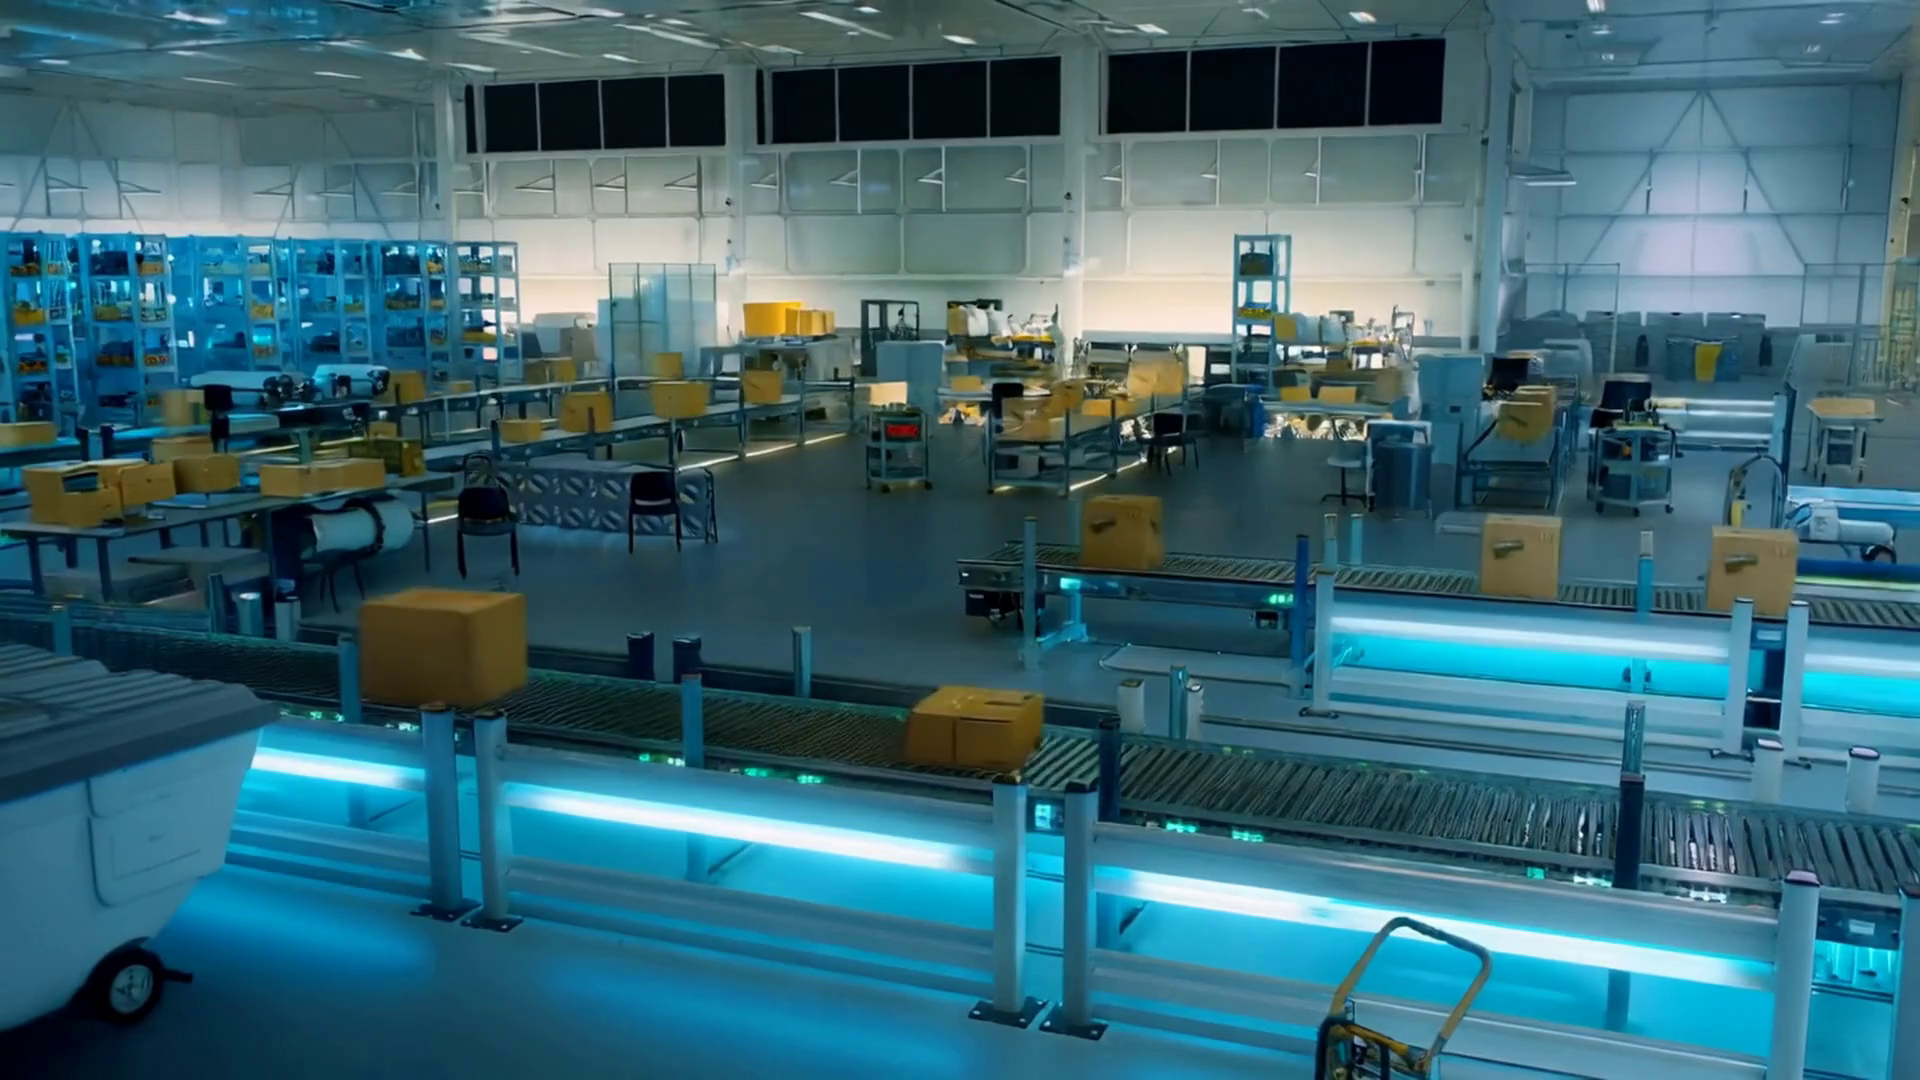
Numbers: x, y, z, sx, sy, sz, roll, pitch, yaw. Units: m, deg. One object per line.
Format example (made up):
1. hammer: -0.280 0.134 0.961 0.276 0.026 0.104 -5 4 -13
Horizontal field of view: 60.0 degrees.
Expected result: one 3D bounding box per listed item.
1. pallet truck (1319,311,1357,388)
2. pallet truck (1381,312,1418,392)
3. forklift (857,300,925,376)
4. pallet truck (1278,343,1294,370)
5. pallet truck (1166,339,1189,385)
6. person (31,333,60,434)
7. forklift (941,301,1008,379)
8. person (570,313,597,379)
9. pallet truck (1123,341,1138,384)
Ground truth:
1. pallet truck: 9.071 -4.419 39.190 0.823 1.965 1.885 5 10 26
2. pallet truck: 10.207 -4.283 38.369 0.823 1.965 1.885 3 10 20
3. forklift: -1.732 -5.109 42.468 1.157 1.987 2.680 4 10 22
4. pallet truck: 7.886 -4.163 39.743 0.653 1.274 1.630 4 10 22
5. pallet truck: 5.418 -4.269 40.420 0.704 1.261 1.522 3 10 20
6. person: -16.424 -2.790 29.817 0.404 1.830 0.602 -8 12 -39
7. forklift: 0.365 -4.966 41.571 1.157 1.987 2.680 3 10 20
8. person: -8.280 -3.990 36.608 0.623 1.990 0.392 -8 12 -40
9. pallet truck: 4.445 -4.380 41.279 0.680 1.201 1.601 4 10 22
